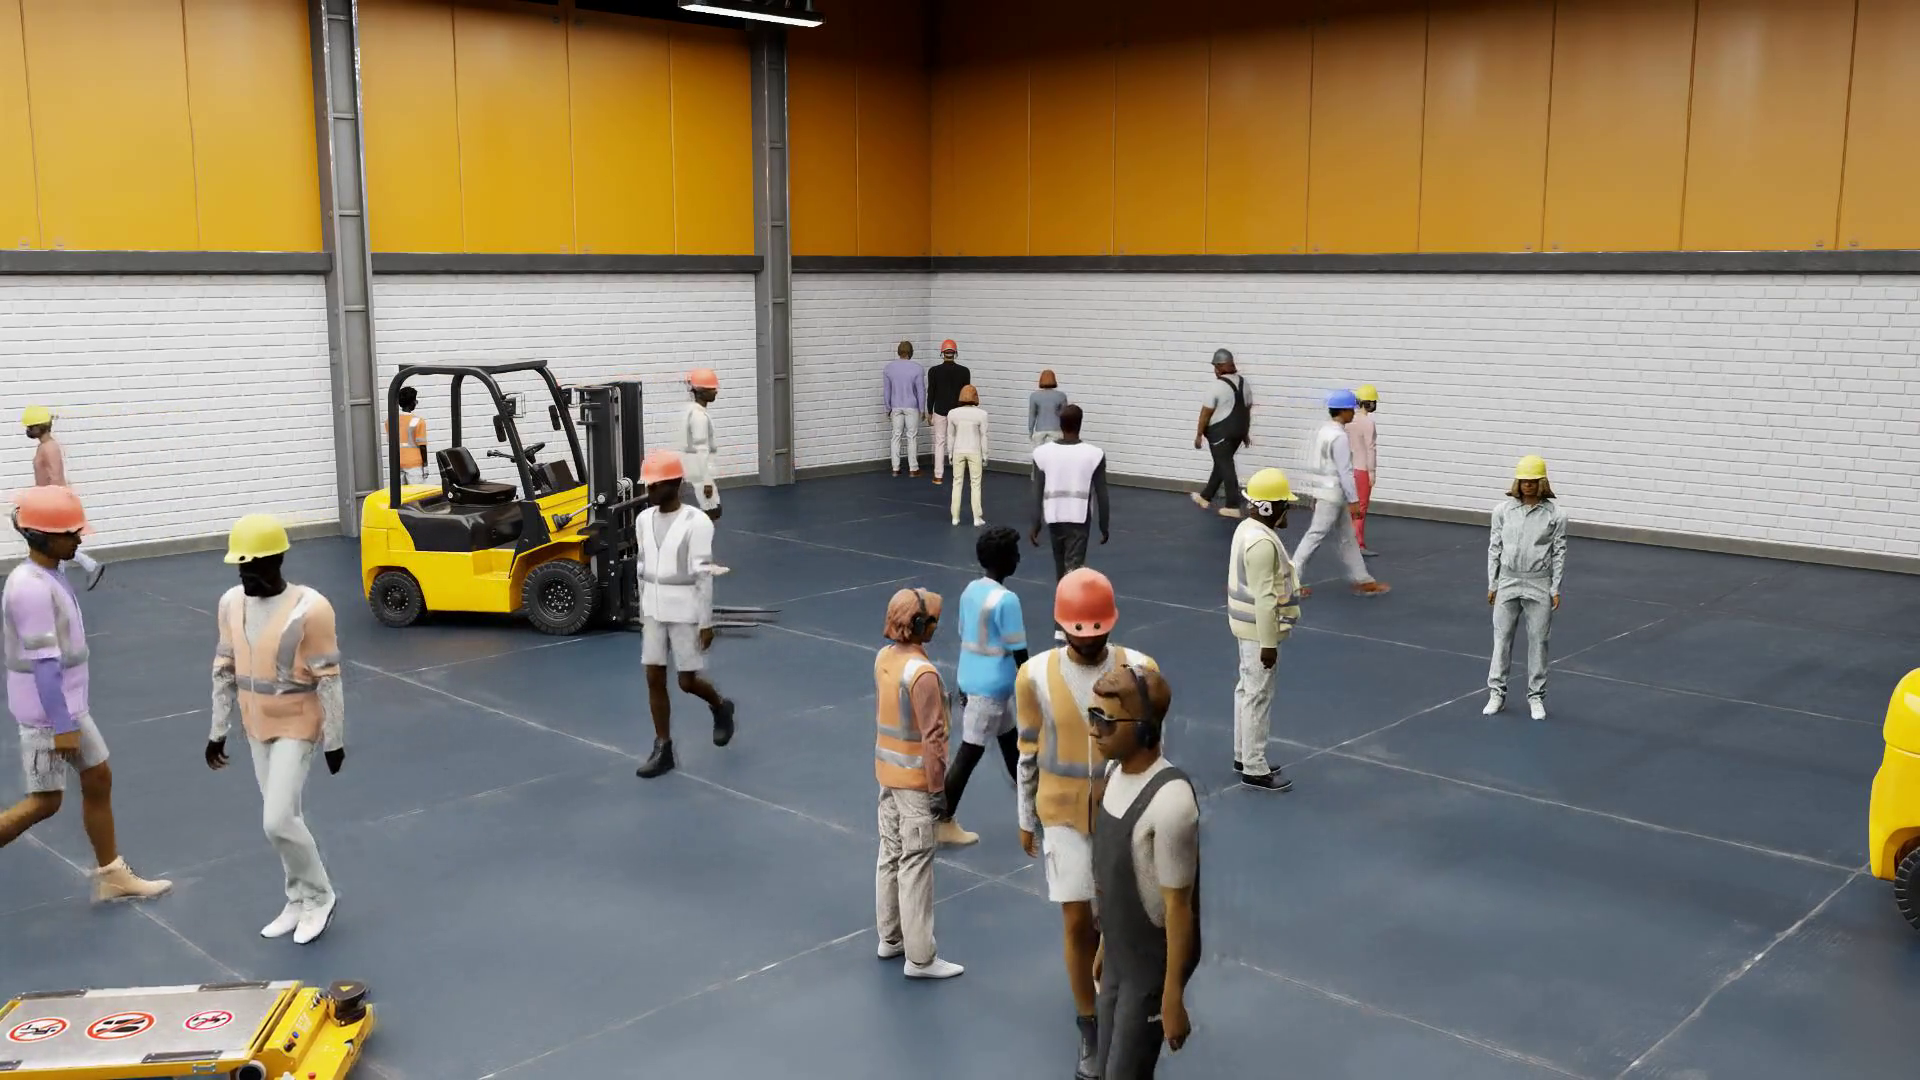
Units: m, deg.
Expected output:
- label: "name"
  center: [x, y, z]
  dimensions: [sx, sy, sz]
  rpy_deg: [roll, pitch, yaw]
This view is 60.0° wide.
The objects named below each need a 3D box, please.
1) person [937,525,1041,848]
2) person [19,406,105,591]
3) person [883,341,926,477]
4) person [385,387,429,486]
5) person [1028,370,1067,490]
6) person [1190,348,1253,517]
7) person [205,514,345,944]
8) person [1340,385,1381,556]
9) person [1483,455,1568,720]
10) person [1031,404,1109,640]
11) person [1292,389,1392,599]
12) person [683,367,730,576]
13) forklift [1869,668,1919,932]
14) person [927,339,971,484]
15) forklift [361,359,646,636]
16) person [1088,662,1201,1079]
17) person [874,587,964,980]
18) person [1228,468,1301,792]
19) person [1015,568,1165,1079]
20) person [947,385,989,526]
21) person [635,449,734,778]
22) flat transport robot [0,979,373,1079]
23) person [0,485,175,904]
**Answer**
- label: "person"
  center: [0.233, 0.744, 8.542]
  dimensions: [0.890, 1.646, 0.542]
  rpy_deg: [-3, 10, -17]
- label: "person"
  center: [-8.069, -0.338, 14.883]
  dimensions: [0.514, 1.746, 0.523]
  rpy_deg: [-5, 11, -29]
- label: "person"
  center: [-0.775, -1.857, 23.605]
  dimensions: [0.635, 1.938, 0.359]
  rpy_deg: [3, 10, 20]
- label: "person"
  center: [-5.954, -0.810, 17.957]
  dimensions: [0.530, 1.689, 0.321]
  rpy_deg: [4, 10, 22]
- label: "person"
  center: [1.165, -1.431, 21.950]
  dimensions: [0.522, 1.632, 0.345]
  rpy_deg: [1, 9, 5]
- label: "person"
  center: [3.079, -1.323, 20.024]
  dimensions: [0.708, 2.000, 0.976]
  rpy_deg: [-8, 12, -40]
- label: "person"
  center: [-2.987, 0.825, 7.265]
  dimensions: [0.609, 1.910, 0.466]
  rpy_deg: [5, 10, 27]
- label: "person"
  center: [4.153, -0.720, 17.164]
  dimensions: [0.328, 1.767, 0.530]
  rpy_deg: [-2, 10, -14]
- label: "person"
  center: [3.711, 0.309, 10.931]
  dimensions: [0.487, 1.744, 0.294]
  rpy_deg: [4, 10, 23]
- label: "person"
  center: [0.898, -0.161, 13.431]
  dimensions: [0.608, 1.863, 1.032]
  rpy_deg: [3, 10, 16]
- label: "person"
  center: [3.345, -0.398, 14.838]
  dimensions: [1.023, 1.897, 0.619]
  rpy_deg: [1, 9, 4]
- label: "person"
  center: [-2.479, -0.641, 15.890]
  dimensions: [0.485, 2.024, 0.628]
  rpy_deg: [-2, 9, -13]
- label: "forklift"
  center: [5.205, 0.723, 7.013]
  dimensions: [2.313, 2.155, 1.214]
  rpy_deg: [9, 13, 43]
- label: "person"
  center: [-0.148, -1.756, 22.848]
  dimensions: [0.613, 1.988, 0.402]
  rpy_deg: [-2, 9, -9]
- label: "forklift"
  center: [-3.850, -0.407, 13.936]
  dimensions: [2.313, 2.155, 1.214]
  rpy_deg: [2, 9, 11]
- label: "person"
  center: [0.585, 1.247, 4.906]
  dimensions: [0.518, 1.830, 0.518]
  rpy_deg: [-2, 9, -12]
- label: "person"
  center: [-0.200, 1.010, 6.956]
  dimensions: [0.309, 1.637, 0.512]
  rpy_deg: [-5, 10, -27]
- label: "person"
  center: [1.729, 0.502, 9.469]
  dimensions: [0.404, 1.831, 0.600]
  rpy_deg: [0, 9, 1]
- label: "person"
  center: [0.495, 0.994, 6.296]
  dimensions: [0.573, 1.896, 0.843]
  rpy_deg: [0, 9, 3]
- label: "person"
  center: [0.091, -0.974, 19.167]
  dimensions: [0.497, 1.627, 0.287]
  rpy_deg: [3, 10, 17]
- label: "person"
  center: [-1.646, 0.408, 9.795]
  dimensions: [0.554, 1.916, 0.696]
  rpy_deg: [5, 11, 29]
- label: "flat transport robot"
  center: [-2.945, 1.842, 6.030]
  dimensions: [1.431, 0.197, 0.652]
  rpy_deg: [-1, 9, -7]
- label: "person"
  center: [-4.170, 0.751, 7.475]
  dimensions: [0.917, 2.008, 0.622]
  rpy_deg: [-4, 10, -21]
